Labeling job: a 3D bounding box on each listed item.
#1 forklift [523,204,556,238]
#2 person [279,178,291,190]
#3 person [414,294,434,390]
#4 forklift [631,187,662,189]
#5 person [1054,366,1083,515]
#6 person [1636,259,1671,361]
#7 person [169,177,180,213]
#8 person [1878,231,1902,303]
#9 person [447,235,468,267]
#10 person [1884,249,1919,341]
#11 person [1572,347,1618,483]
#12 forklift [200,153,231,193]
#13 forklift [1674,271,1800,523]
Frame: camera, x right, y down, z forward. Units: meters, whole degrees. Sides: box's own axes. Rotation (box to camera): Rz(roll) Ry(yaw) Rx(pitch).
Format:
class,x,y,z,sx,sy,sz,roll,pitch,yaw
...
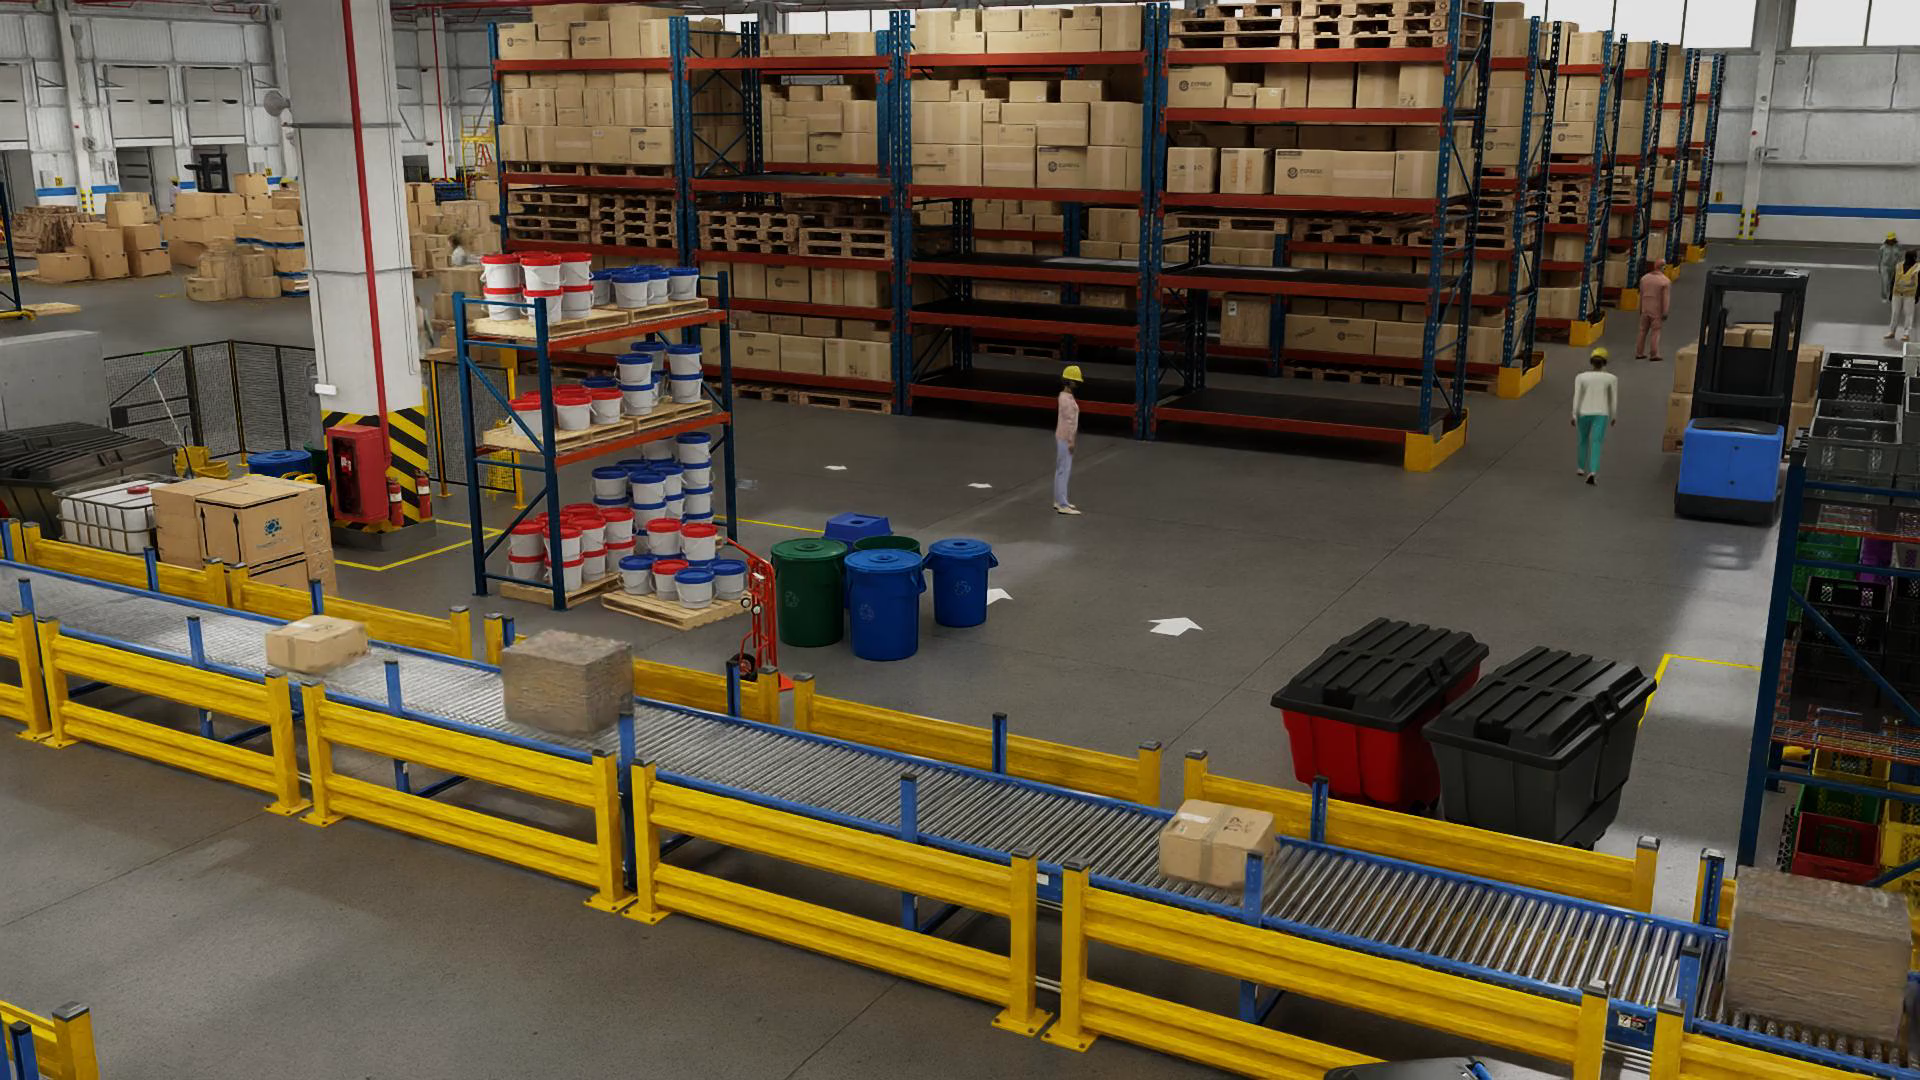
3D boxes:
class,x,y,z,sx,sy,sz,roll,pitch,yaw
forklift,-8.314,-5.479,33.697,1.873,2.768,1.129,8,17,28
person,-25.261,-12.561,62.225,0.958,1.877,0.615,-13,20,-40
person,-9.270,-3.400,28.320,0.524,1.604,0.813,-14,21,-43
forklift,-9.051,-9.350,48.249,1.129,2.768,1.873,-6,16,-21
person,1.287,-1.187,19.714,0.327,1.760,0.523,-1,15,-5
person,13.024,-4.307,31.181,0.399,1.901,0.642,-9,17,-29
person,-29.549,-12.773,62.987,0.599,1.896,0.815,13,20,40
person,22.326,-6.560,39.970,0.500,1.719,0.480,6,16,22
person,-11.040,-5.722,36.459,0.684,1.911,0.628,-7,16,-24
person,19.238,-4.995,33.863,0.429,1.846,0.627,-11,18,-35
person,8.151,-1.604,21.378,0.538,1.736,0.882,5,16,18
forklift,-27.436,-12.866,61.465,1.873,2.768,1.129,8,17,28
forklift,9.269,-1.763,19.726,1.129,2.768,1.873,8,17,27
